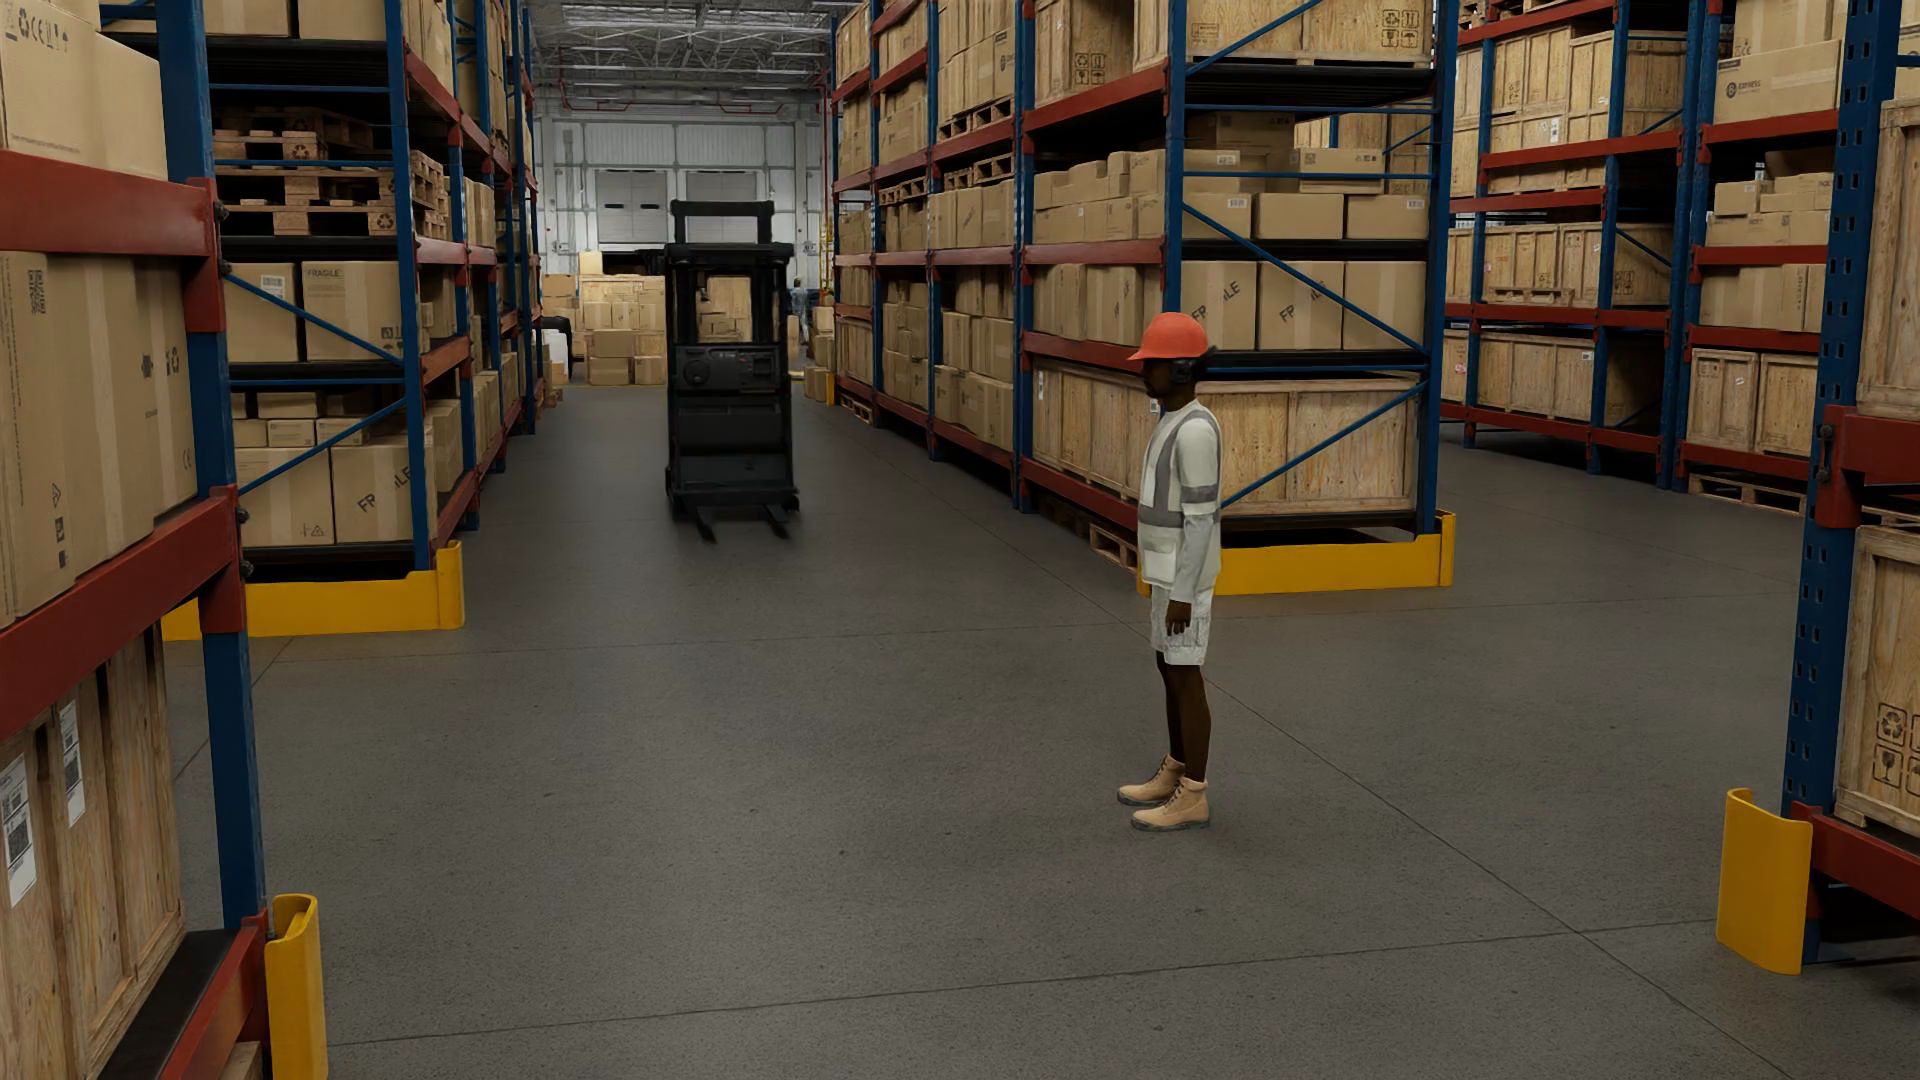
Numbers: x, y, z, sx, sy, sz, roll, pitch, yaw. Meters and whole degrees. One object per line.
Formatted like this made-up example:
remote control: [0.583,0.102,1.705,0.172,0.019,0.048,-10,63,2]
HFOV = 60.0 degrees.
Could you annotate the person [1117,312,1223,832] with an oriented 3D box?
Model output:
person: [0.836,0.129,6.584,0.377,2.044,0.608,0,9,-3]

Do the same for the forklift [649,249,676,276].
forklift: [-9.883,-8.343,55.675,1.129,2.768,1.873,-7,12,-38]

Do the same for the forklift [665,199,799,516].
forklift: [-2.179,-1.738,15.417,1.129,2.768,1.873,-2,10,-12]

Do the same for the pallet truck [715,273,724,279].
pallet truck: [-8.580,-8.986,62.280,1.885,1.965,0.823,1,9,5]

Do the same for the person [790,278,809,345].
person: [-4.650,-6.487,47.358,0.654,1.886,1.020,-9,13,-44]
